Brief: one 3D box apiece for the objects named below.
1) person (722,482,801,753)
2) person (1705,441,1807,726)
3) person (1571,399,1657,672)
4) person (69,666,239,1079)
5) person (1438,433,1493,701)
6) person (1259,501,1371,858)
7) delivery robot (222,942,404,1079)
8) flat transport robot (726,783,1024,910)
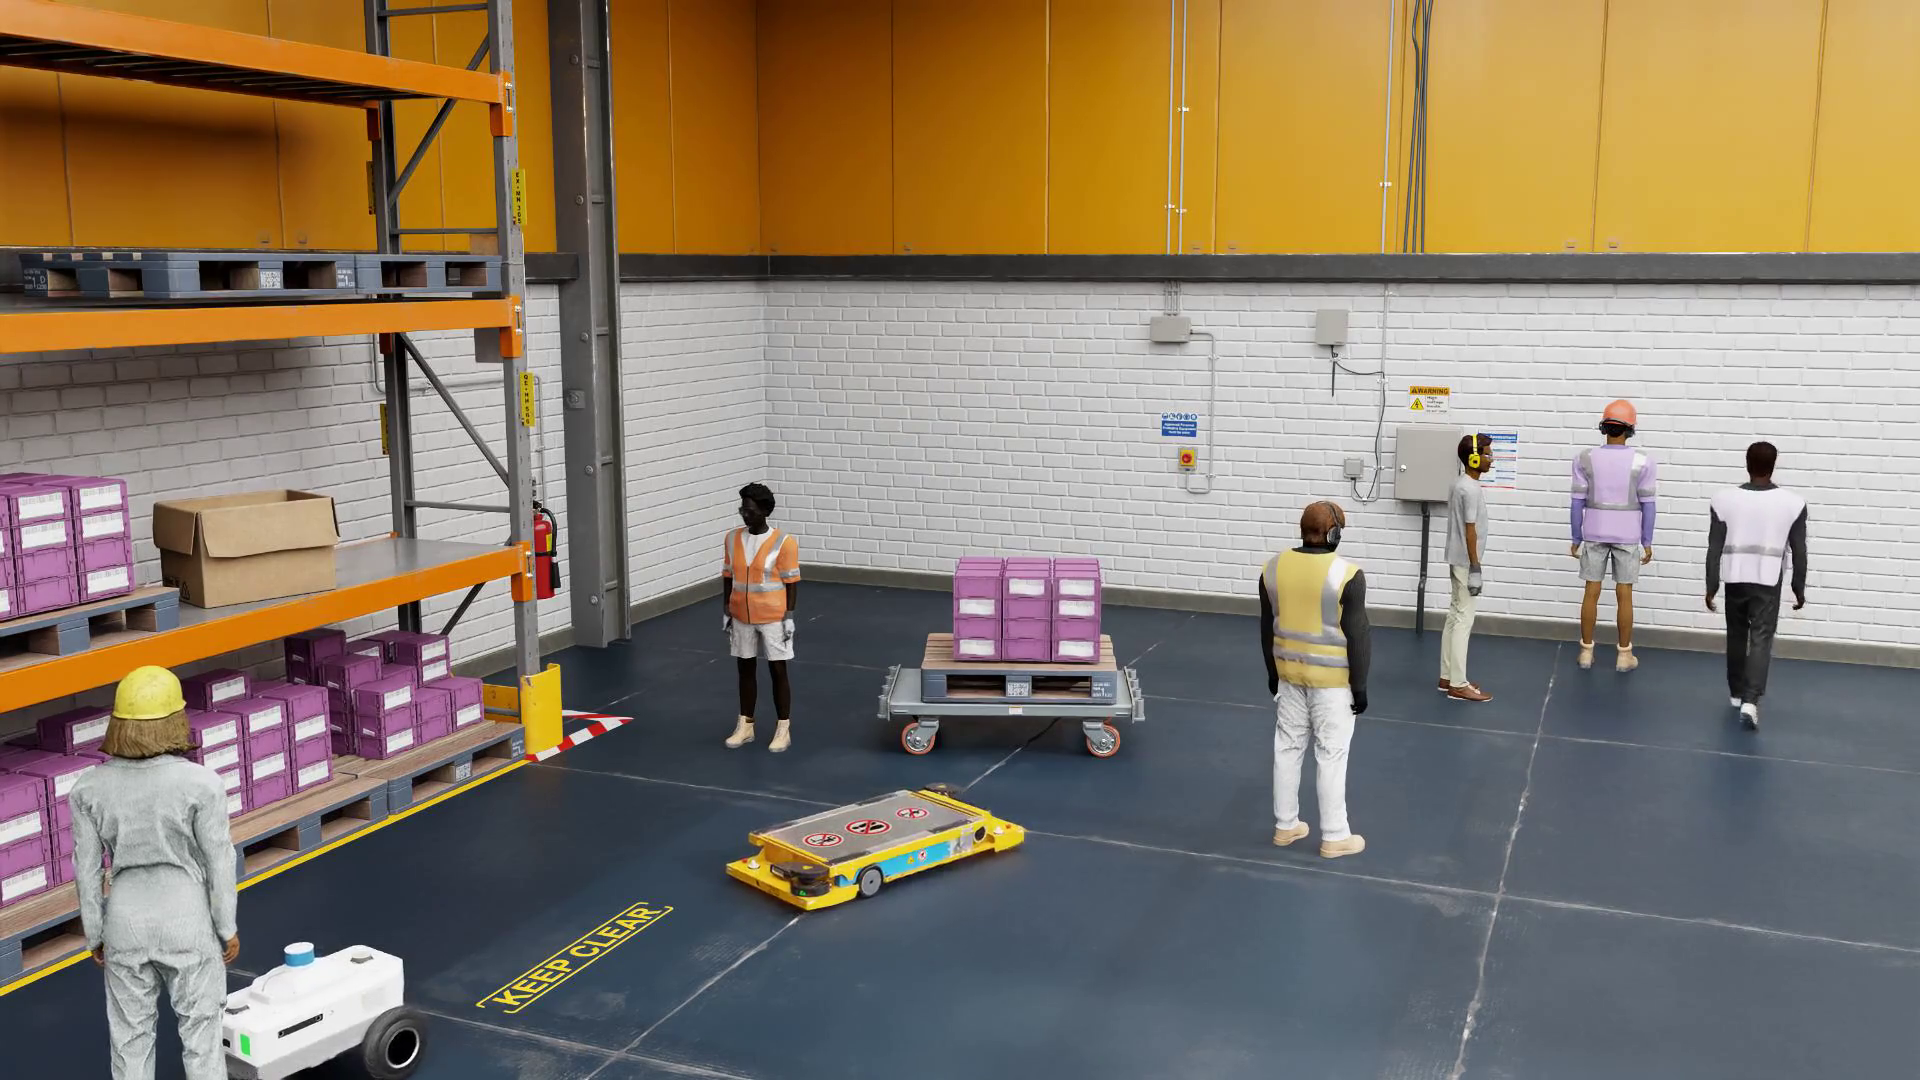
[{"bbox_3d":[-1.257,0.480,10.406,0.540,1.699,0.316,4,10,22],"label":"person"},{"bbox_3d":[5.319,0.276,11.139,0.603,1.884,0.994,5,11,30],"label":"person"},{"bbox_3d":[4.888,-0.034,12.481,0.606,2.044,0.373,5,11,28],"label":"person"},{"bbox_3d":[-2.623,1.271,5.478,0.489,1.743,0.323,-1,9,-6],"label":"person"},{"bbox_3d":[3.574,0.183,11.687,0.328,1.873,0.520,1,9,3],"label":"person"},{"bbox_3d":[1.849,0.710,8.596,0.621,1.840,0.429,9,13,44],"label":"person"},{"bbox_3d":[-2.404,1.718,6.084,0.477,0.478,0.707,6,11,34],"label":"delivery robot"},{"bbox_3d":[-0.408,1.522,8.413,1.431,0.197,0.652,-9,13,-42],"label":"flat transport robot"}]
